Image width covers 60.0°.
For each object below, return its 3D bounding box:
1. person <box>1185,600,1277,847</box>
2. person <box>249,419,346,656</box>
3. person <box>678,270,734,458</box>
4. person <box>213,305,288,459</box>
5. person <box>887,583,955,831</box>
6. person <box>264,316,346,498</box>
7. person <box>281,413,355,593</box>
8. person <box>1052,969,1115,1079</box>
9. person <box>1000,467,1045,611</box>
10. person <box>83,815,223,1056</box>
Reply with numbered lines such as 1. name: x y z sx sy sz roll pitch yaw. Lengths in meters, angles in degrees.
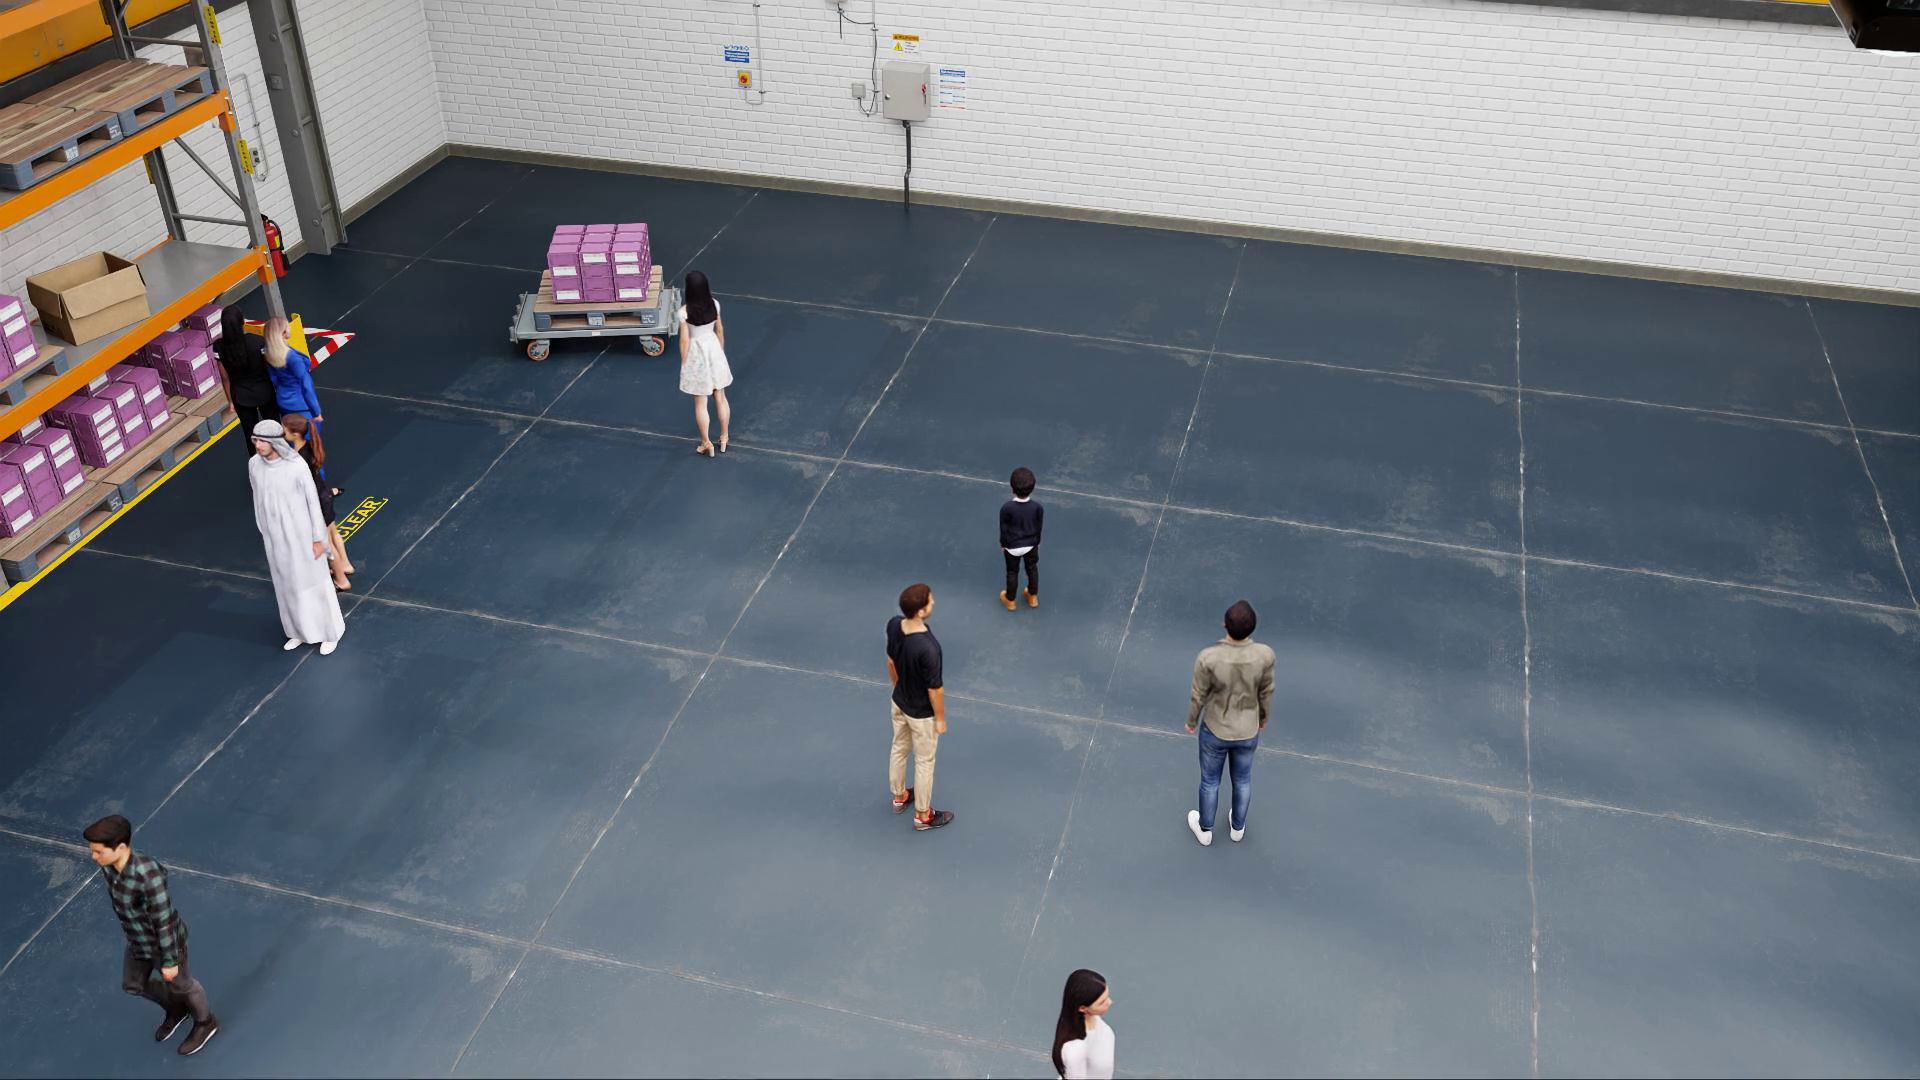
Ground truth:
1. person: 1.704 1.176 10.506 0.778 1.865 0.728 -3 34 -5
2. person: -4.924 -0.040 12.279 0.680 1.927 0.635 7 34 10
3. person: -2.260 -1.562 14.706 0.771 1.774 0.834 -19 38 -26
4. person: -6.042 -1.224 14.240 0.707 1.729 0.730 -9 35 -13
5. person: -0.288 1.057 10.693 0.739 1.856 0.725 -25 41 -32
6. person: -5.622 -1.115 14.102 0.683 1.700 0.649 19 38 26
7. person: -5.040 -0.313 13.027 0.667 1.553 0.579 -5 34 -8
8. person: 0.580 2.763 8.169 0.677 1.809 0.489 6 34 9
9. person: 0.476 -0.006 12.865 0.569 1.222 0.590 -7 34 -11
10. person: -4.390 2.136 9.193 0.731 1.706 0.643 16 37 23
